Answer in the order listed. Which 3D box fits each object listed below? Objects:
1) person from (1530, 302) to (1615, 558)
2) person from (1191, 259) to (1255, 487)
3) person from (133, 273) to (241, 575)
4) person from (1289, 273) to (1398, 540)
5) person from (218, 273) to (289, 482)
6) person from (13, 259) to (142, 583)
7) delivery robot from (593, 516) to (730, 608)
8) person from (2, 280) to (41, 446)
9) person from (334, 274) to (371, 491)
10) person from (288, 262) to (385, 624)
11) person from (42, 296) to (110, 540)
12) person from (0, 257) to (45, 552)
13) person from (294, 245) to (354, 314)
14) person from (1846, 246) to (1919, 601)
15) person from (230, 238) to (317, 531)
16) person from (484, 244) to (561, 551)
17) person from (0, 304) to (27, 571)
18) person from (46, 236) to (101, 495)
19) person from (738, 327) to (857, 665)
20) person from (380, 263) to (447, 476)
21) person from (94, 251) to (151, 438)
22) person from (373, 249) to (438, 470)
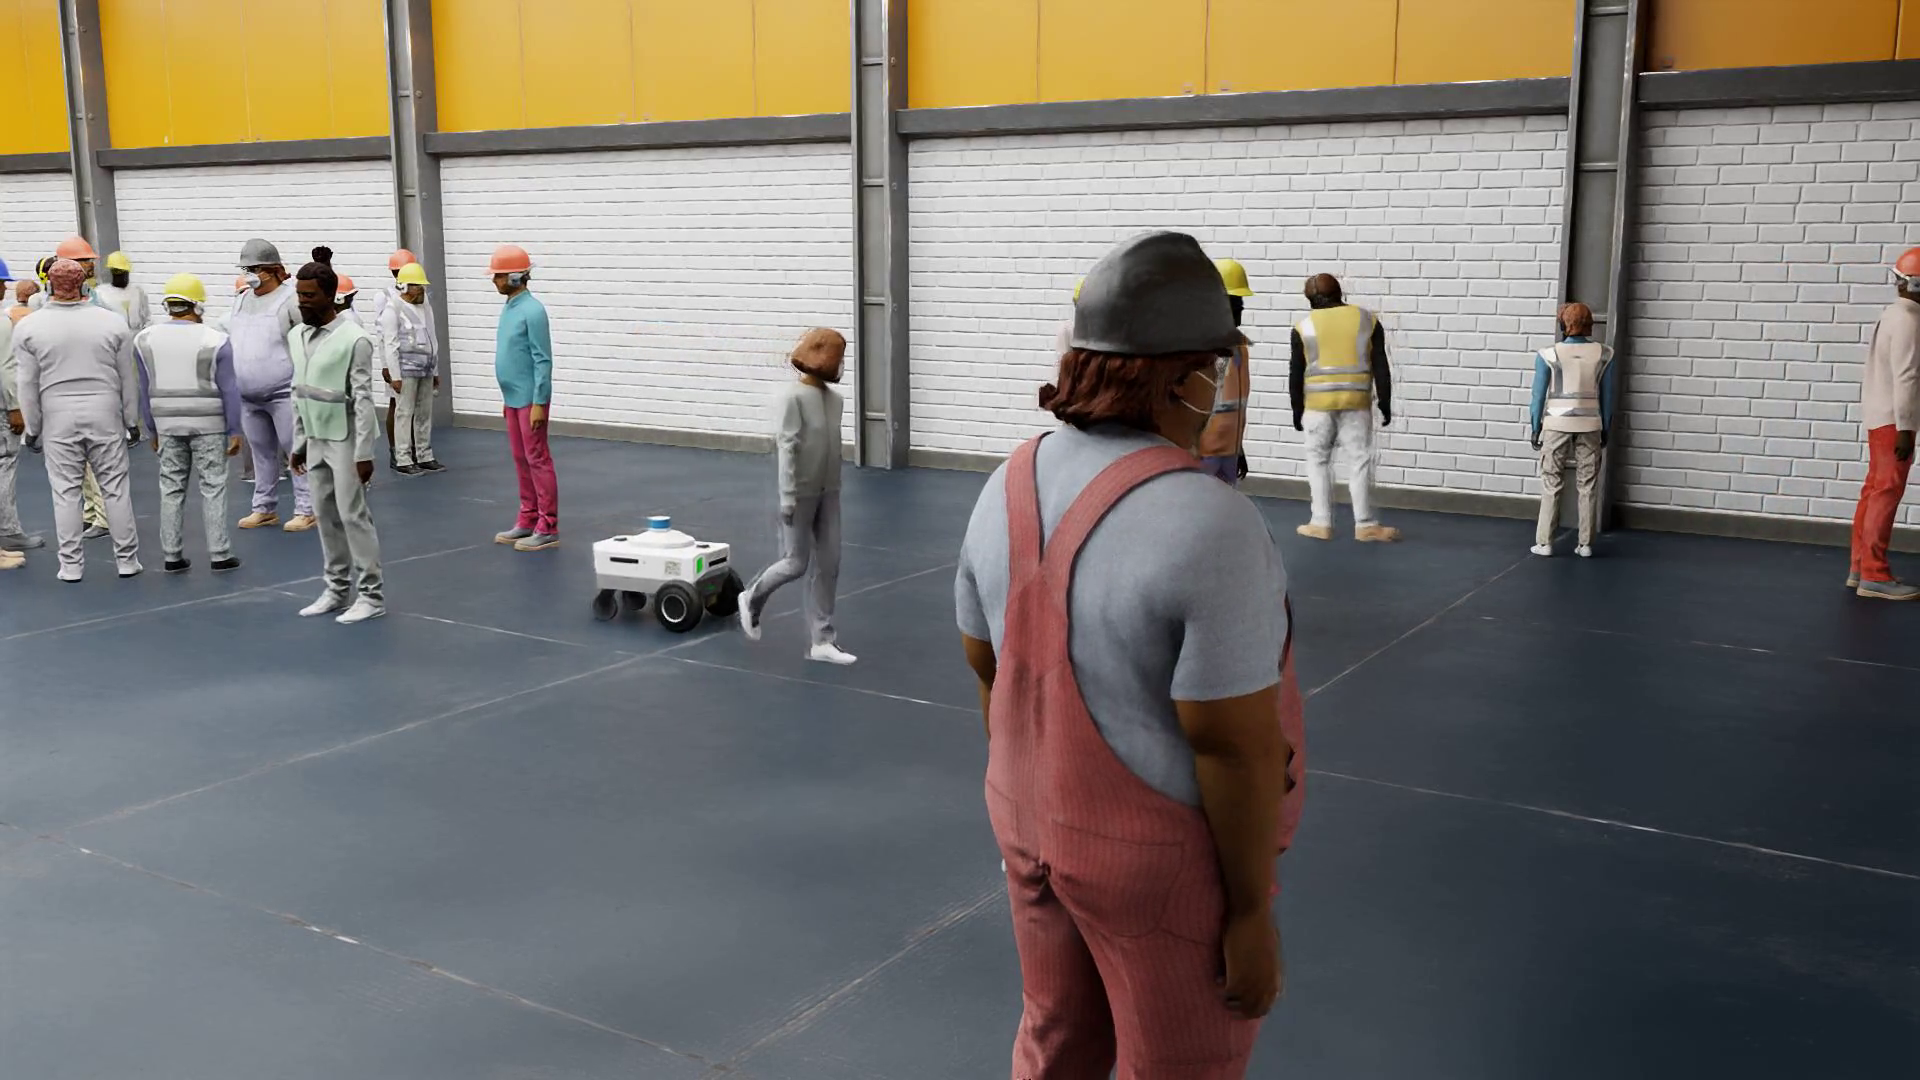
[{"bbox_3d":[3.888,-0.690,10.592,0.514,1.634,0.313,1,10,5],"label":"person"},{"bbox_3d":[1.333,-0.484,8.630,0.380,1.924,0.594,8,13,37],"label":"person"},{"bbox_3d":[-4.635,-0.690,10.055,0.592,1.828,0.403,0,10,-3],"label":"person"},{"bbox_3d":[2.619,-0.895,11.278,0.776,1.810,0.433,1,10,8],"label":"person"},{"bbox_3d":[-5.930,-1.365,13.995,0.571,1.747,0.342,-7,13,-36],"label":"person"},{"bbox_3d":[-5.217,-0.701,9.882,0.636,1.911,0.406,-6,12,-29],"label":"person"},{"bbox_3d":[-1.586,0.118,8.835,0.707,0.478,0.477,4,11,23],"label":"delivery robot"},{"bbox_3d":[-9.122,-1.737,16.385,0.526,1.638,0.325,-2,11,-13],"label":"person"},{"bbox_3d":[-4.953,-1.261,13.411,0.327,1.752,0.562,-2,10,-12],"label":"person"},{"bbox_3d":[-3.312,-0.513,8.854,0.598,1.910,0.389,7,12,33],"label":"person"},{"bbox_3d":[-5.992,-0.883,11.319,0.330,1.751,0.564,-9,13,-40],"label":"person"},{"bbox_3d":[-6.294,-0.890,10.845,0.607,1.940,0.416,7,12,34],"label":"person"},{"bbox_3d":[-6.813,-2.173,17.884,0.611,1.961,0.364,-2,10,-10],"label":"person"},{"bbox_3d":[5.344,-0.666,9.454,0.400,1.989,0.623,4,11,20],"label":"person"},{"bbox_3d":[-4.803,-1.070,11.559,0.687,2.000,0.535,4,11,19],"label":"person"},{"bbox_3d":[-2.870,-0.927,10.900,0.392,1.990,0.614,-7,12,-34],"label":"person"},{"bbox_3d":[-5.991,-0.715,10.173,0.343,1.836,0.519,-7,12,-34],"label":"person"},{"bbox_3d":[-6.983,-1.385,13.285,0.365,2.048,0.607,-1,10,-5],"label":"person"},{"bbox_3d":[-0.777,-0.220,8.017,0.612,1.610,0.524,7,12,33],"label":"person"},{"bbox_3d":[-4.703,-1.464,14.344,0.403,1.825,0.593,4,11,20],"label":"person"},{"bbox_3d":[-8.470,-1.944,16.833,0.505,1.948,0.638,7,13,35],"label":"person"},{"bbox_3d":[-4.897,-1.594,14.749,0.360,1.939,0.543,7,12,34],"label":"person"}]
